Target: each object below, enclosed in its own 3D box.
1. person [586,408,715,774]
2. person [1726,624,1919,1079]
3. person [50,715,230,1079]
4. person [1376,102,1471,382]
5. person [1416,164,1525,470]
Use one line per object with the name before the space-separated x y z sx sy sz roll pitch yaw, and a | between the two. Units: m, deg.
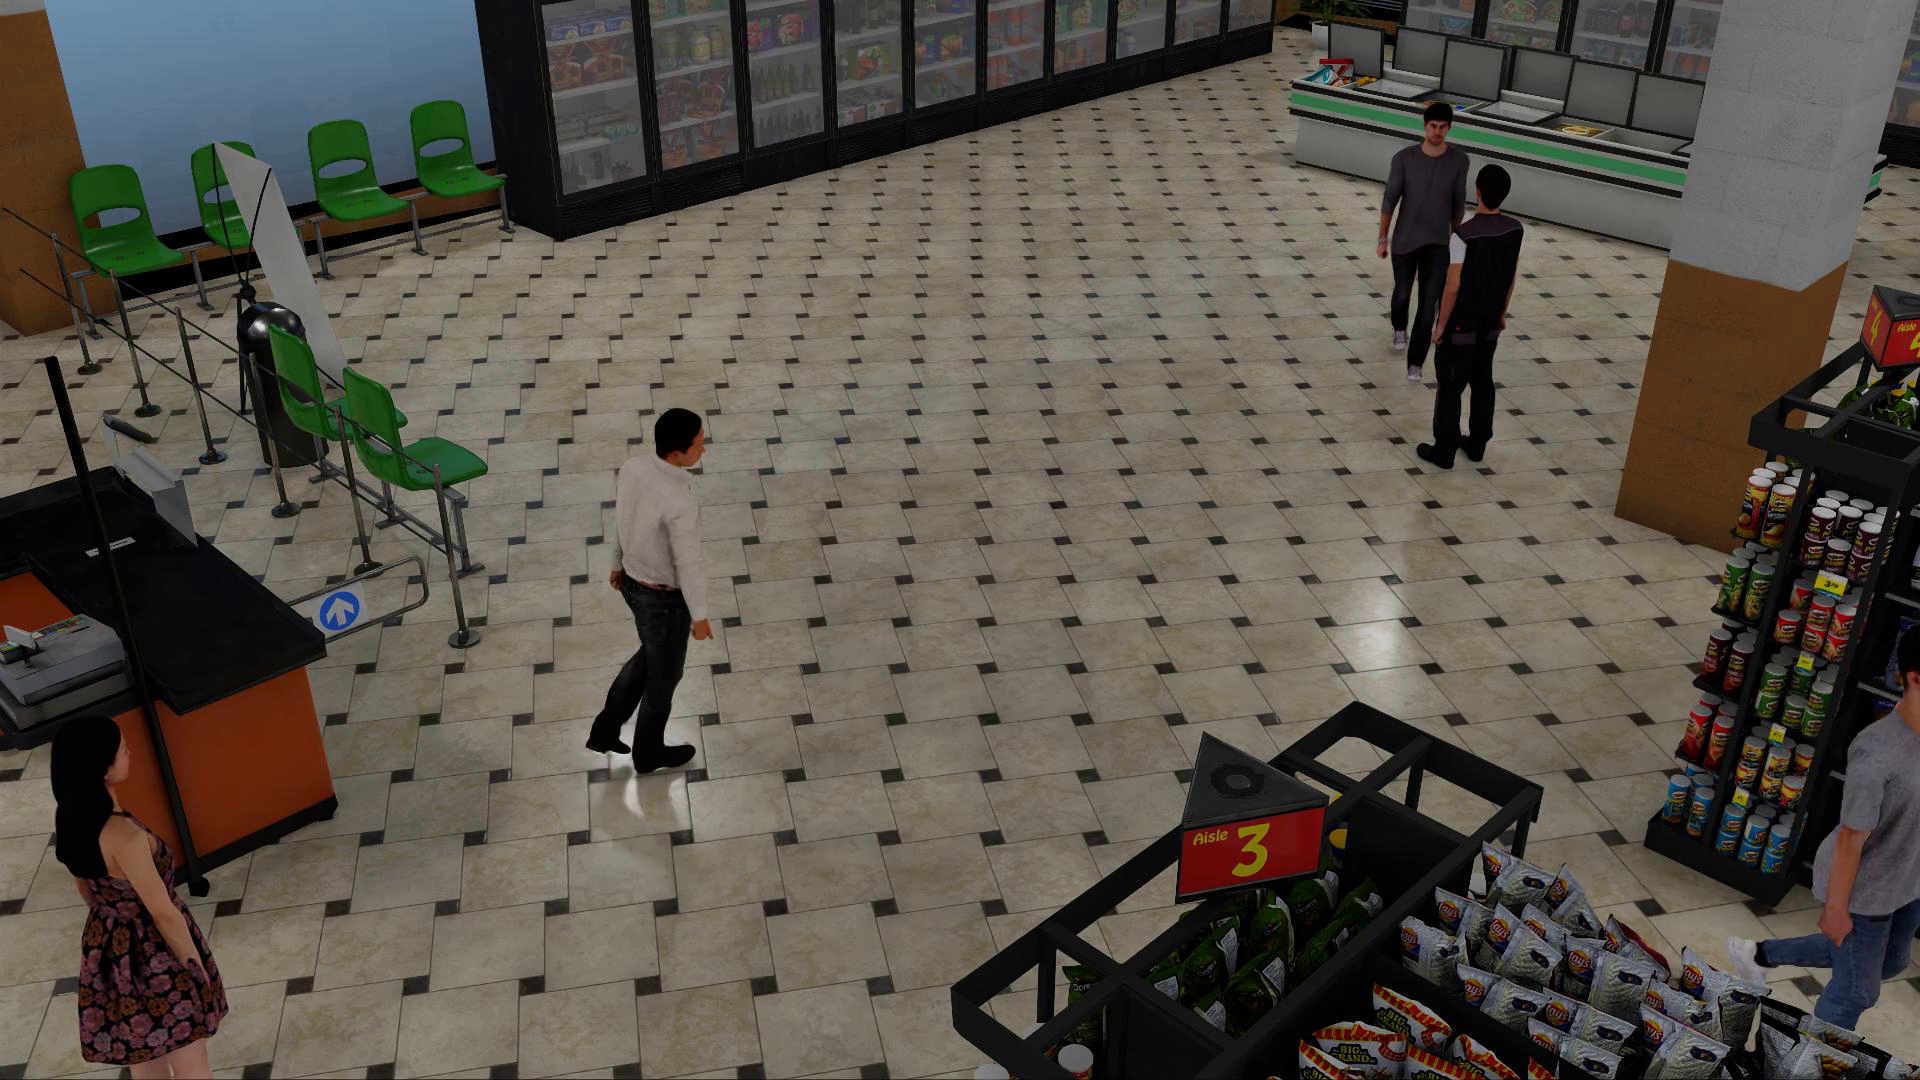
person | -1.343 0.263 7.116 0.798 1.766 0.831 25 37 38
person | 2.979 1.066 5.536 0.787 1.873 0.993 -17 33 -29
person | -2.531 1.309 5.191 0.695 1.776 0.797 15 32 26
person | 3.128 -2.062 11.333 1.227 1.807 1.171 5 29 9
person | 3.063 -1.321 9.934 0.741 1.848 0.732 -10 30 -18
